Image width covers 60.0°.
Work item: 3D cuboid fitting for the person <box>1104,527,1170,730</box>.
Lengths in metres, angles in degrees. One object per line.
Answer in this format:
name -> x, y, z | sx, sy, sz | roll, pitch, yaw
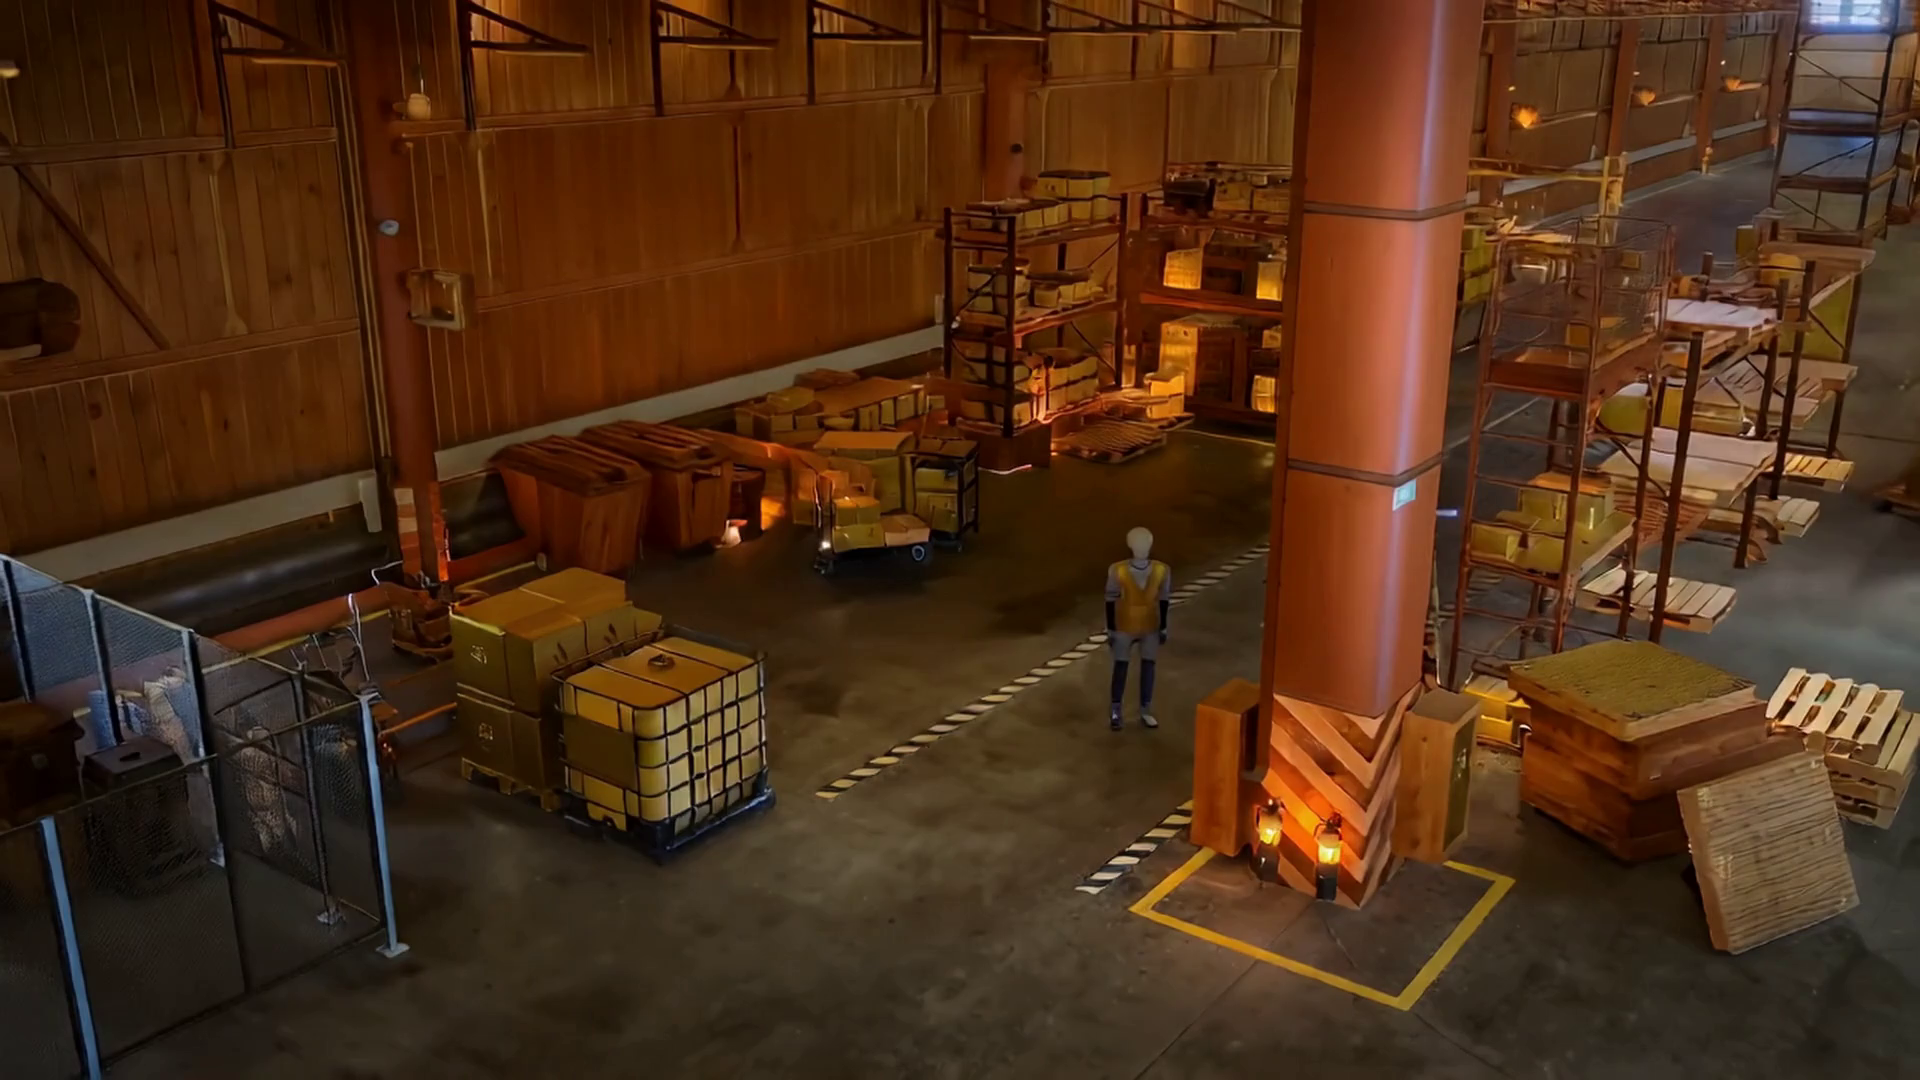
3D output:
person -> 1.420, 0.706, 13.331 | 0.541, 1.695, 0.316 | -3, 18, -8
